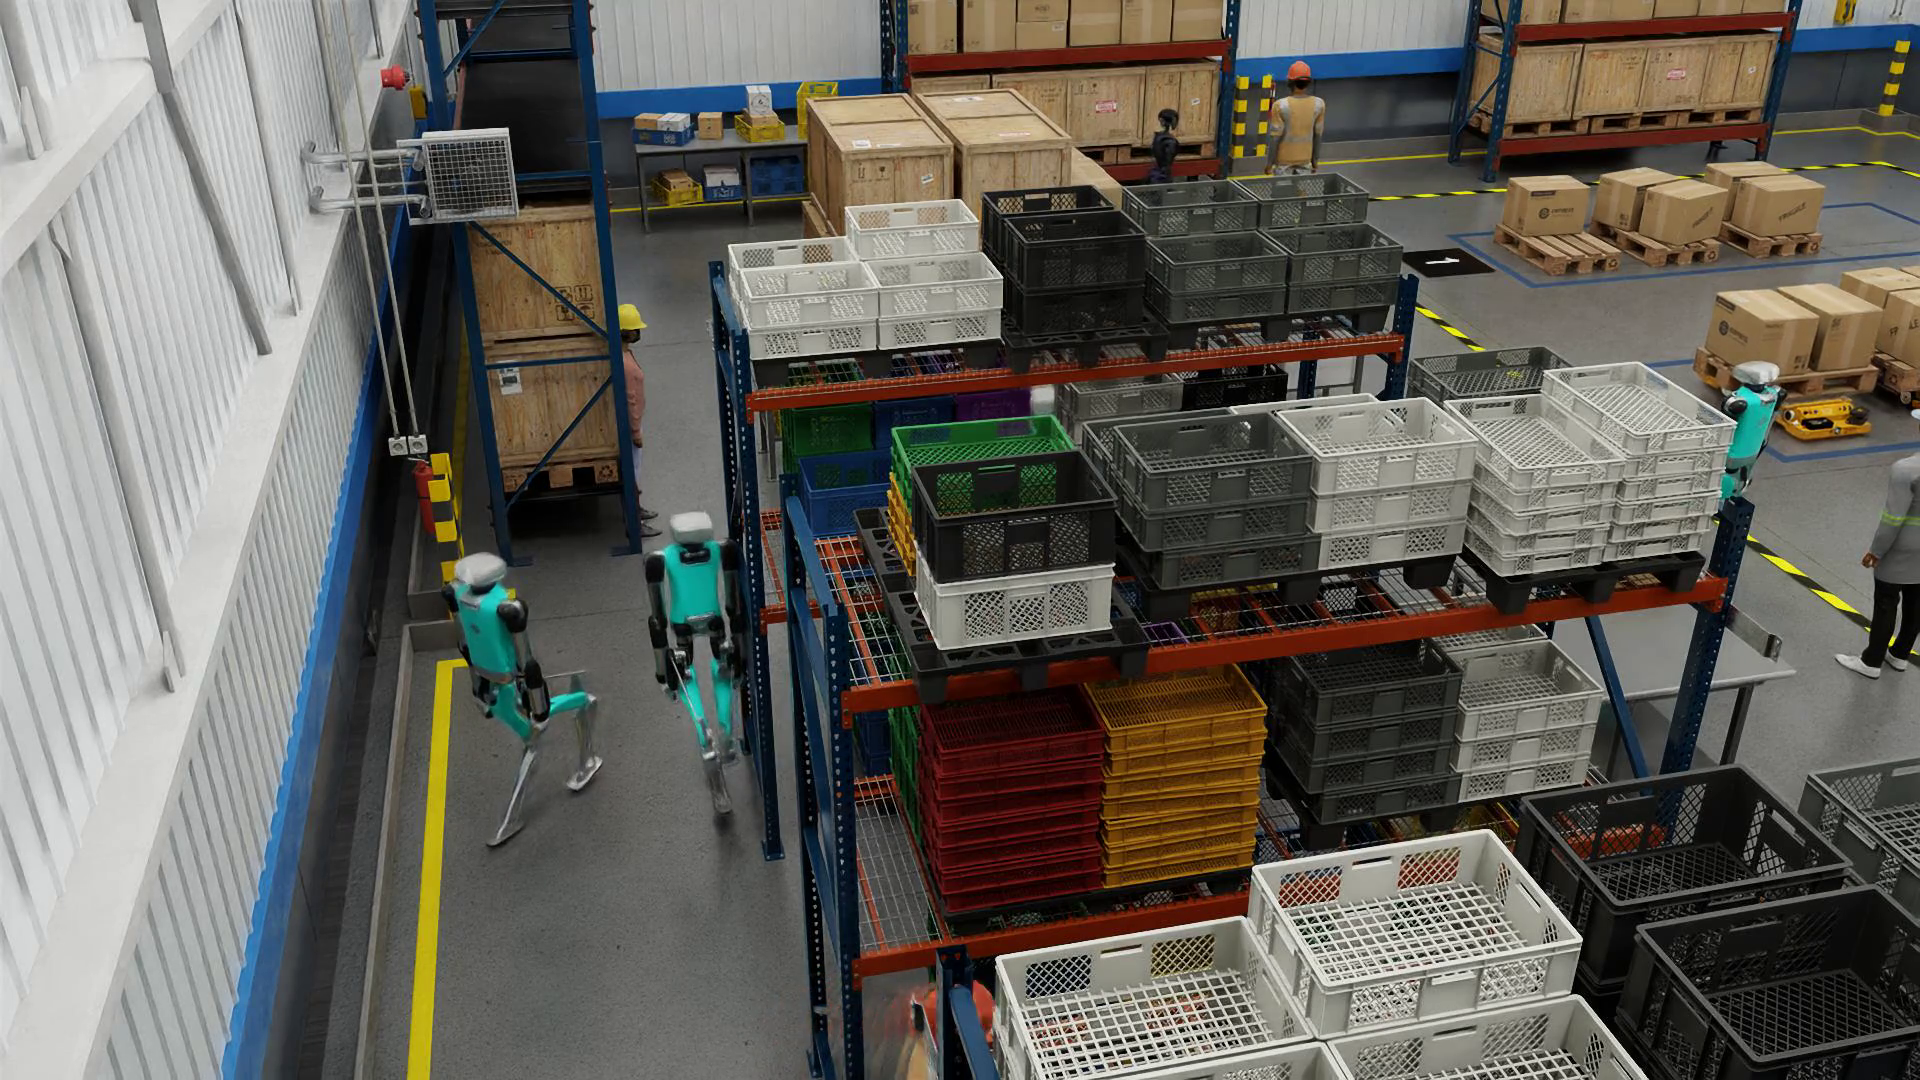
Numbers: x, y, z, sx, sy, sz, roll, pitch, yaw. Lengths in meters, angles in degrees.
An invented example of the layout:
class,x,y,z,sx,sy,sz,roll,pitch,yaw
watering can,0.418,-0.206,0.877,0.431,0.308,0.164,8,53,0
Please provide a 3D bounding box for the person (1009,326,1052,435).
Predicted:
class,x,y,z,sx,sy,sz,roll,pitch,yaw
person,0.464,-0.638,11.571,0.340,1.841,0.500,-21,34,-34

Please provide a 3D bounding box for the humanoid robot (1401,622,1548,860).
class,x,y,z,sx,sy,sz,roll,pitch,yaw
humanoid robot,2.781,1.041,8.618,0.776,1.634,0.608,14,31,25

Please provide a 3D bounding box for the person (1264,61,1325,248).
class,x,y,z,sx,sy,sz,roll,pitch,yaw
person,3.591,-4.140,18.002,0.614,2.039,0.388,-6,28,-12

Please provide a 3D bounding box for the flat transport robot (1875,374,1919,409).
class,x,y,z,sx,sy,sz,roll,pitch,yaw
flat transport robot,8.473,-1.467,14.800,0.652,0.197,1.431,-6,28,-12

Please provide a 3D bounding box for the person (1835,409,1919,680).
class,x,y,z,sx,sy,sz,roll,pitch,yaw
person,5.882,0.002,10.344,0.589,1.852,0.398,-9,29,-16

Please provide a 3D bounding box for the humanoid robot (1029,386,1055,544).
class,x,y,z,sx,sy,sz,roll,pitch,yaw
humanoid robot,0.233,-0.098,10.695,0.921,1.780,0.567,-6,28,-11

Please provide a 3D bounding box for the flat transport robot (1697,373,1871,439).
class,x,y,z,sx,sy,sz,roll,pitch,yaw
flat transport robot,7.134,-1.271,14.428,0.652,0.197,1.431,-6,28,-12

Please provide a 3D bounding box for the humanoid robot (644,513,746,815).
class,x,y,z,sx,sy,sz,roll,pitch,yaw
humanoid robot,-1.370,0.729,9.066,0.553,1.735,0.976,-11,30,-20

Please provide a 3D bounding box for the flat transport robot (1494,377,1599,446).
class,x,y,z,sx,sy,sz,roll,pitch,yaw
flat transport robot,4.780,-1.036,14.013,0.659,0.231,1.431,-6,28,-12

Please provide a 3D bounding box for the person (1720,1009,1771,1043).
class,x,y,z,sx,sy,sz,roll,pitch,yaw
person,2.723,2.321,5.956,0.429,1.844,0.621,-4,28,-8

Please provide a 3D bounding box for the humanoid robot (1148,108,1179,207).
class,x,y,z,sx,sy,sz,roll,pitch,yaw
humanoid robot,2.166,-3.745,17.633,0.333,1.651,0.590,0,28,-1

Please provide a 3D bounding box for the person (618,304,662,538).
class,x,y,z,sx,sy,sz,roll,pitch,yaw
person,-2.385,-0.866,12.093,0.337,1.761,0.522,-8,29,-16

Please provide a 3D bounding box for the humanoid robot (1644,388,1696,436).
class,x,y,z,sx,sy,sz,roll,pitch,yaw
humanoid robot,4.358,-0.256,10.993,0.536,1.799,0.815,-1,28,-3

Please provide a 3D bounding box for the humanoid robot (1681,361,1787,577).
class,x,y,z,sx,sy,sz,roll,pitch,yaw
humanoid robot,5.020,-0.481,11.241,0.533,1.677,0.735,-15,31,-26

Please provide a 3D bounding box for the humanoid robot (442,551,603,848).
class,x,y,z,sx,sy,sz,roll,pitch,yaw
humanoid robot,-2.299,0.768,9.074,0.539,1.769,1.035,16,32,27

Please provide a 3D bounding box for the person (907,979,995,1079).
class,x,y,z,sx,sy,sz,roll,pitch,yaw
person,-0.105,2.304,5.913,0.802,1.916,0.543,-3,28,-6
